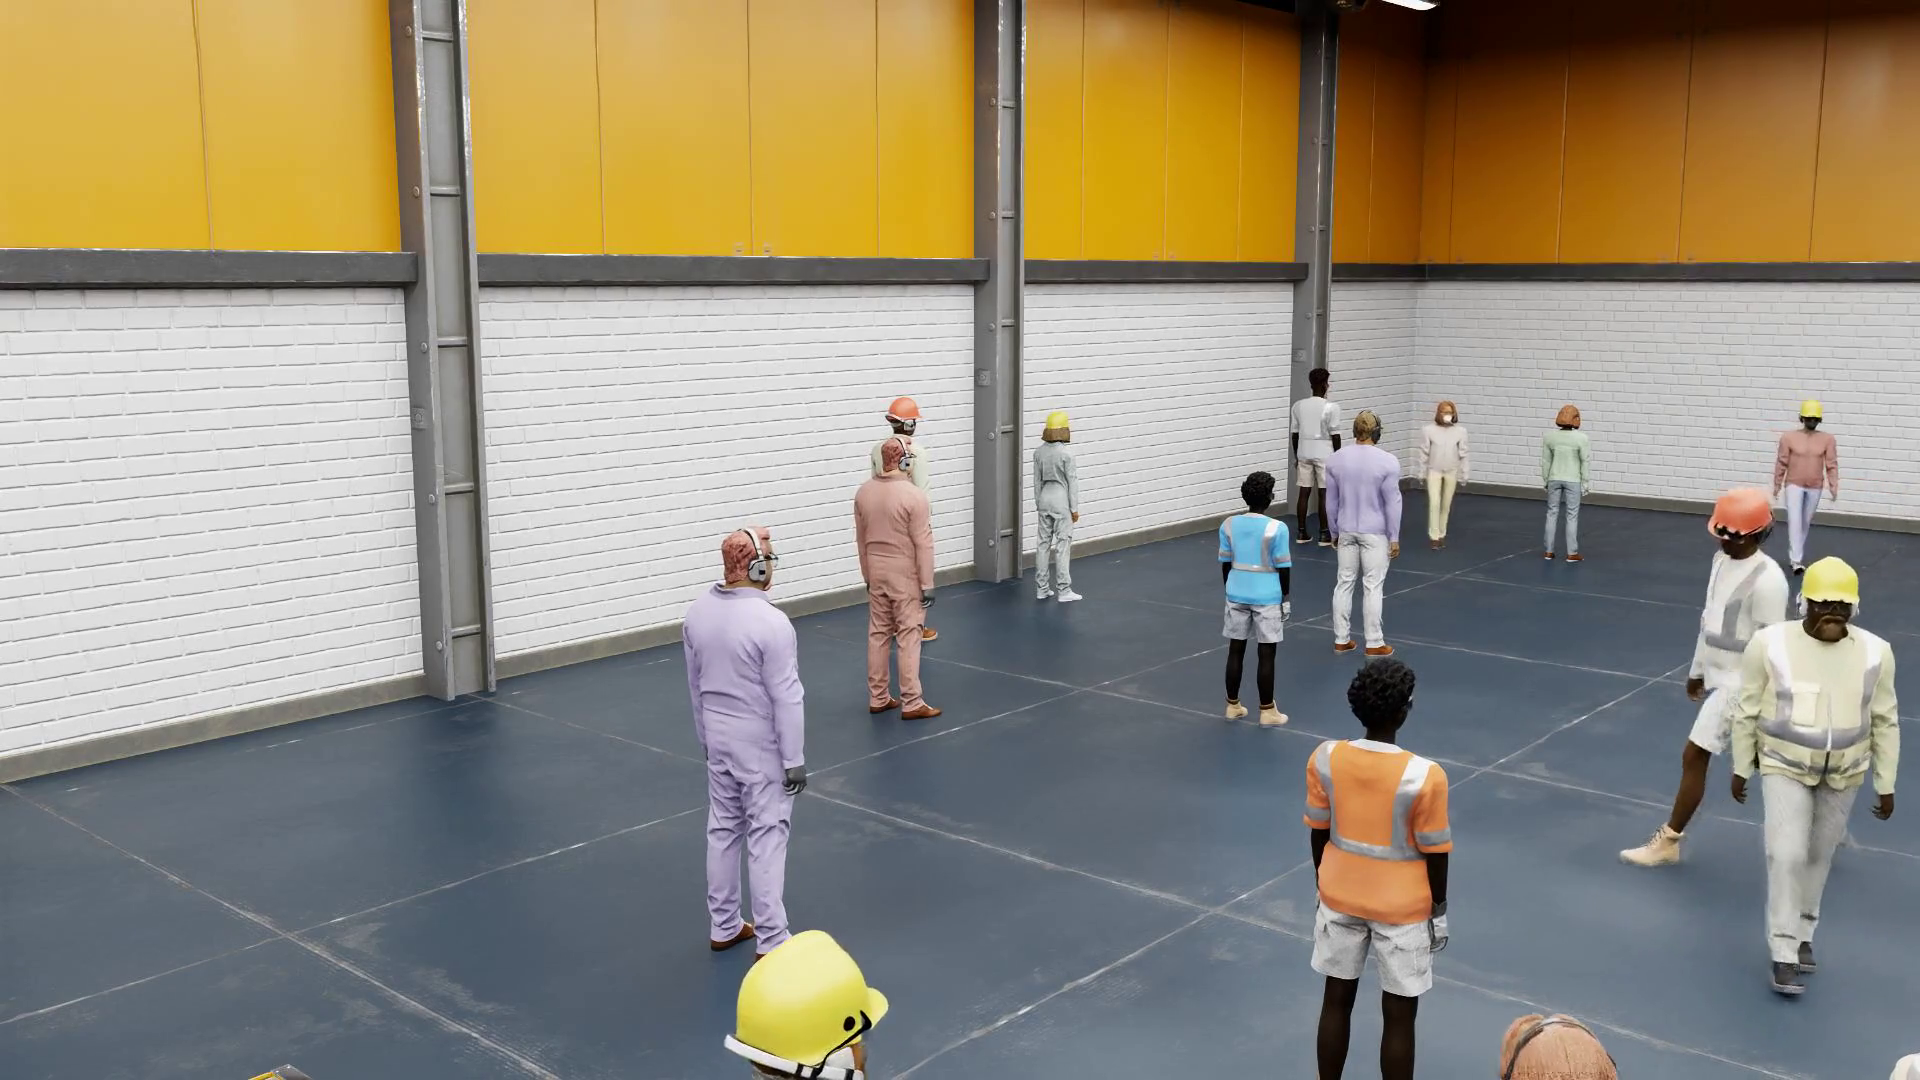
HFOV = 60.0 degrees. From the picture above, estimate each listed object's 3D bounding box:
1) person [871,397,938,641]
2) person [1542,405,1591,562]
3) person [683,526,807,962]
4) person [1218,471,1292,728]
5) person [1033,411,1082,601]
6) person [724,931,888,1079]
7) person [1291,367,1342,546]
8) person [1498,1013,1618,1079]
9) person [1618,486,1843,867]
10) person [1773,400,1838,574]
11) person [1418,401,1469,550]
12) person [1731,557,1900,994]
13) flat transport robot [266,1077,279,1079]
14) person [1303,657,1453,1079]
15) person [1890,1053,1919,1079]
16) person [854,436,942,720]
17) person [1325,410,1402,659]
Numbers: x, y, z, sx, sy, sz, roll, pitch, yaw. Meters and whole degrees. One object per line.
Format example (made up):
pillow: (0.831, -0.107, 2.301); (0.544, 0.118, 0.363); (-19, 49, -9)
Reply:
person: (-0.460, -0.165, 13.538); (0.612, 1.995, 0.377); (8, 12, 40)
person: (6.314, -0.591, 17.345); (0.500, 1.633, 0.284); (8, 12, 40)
person: (-0.893, 0.887, 7.212); (0.643, 1.908, 0.410); (8, 12, 40)
person: (1.954, 0.390, 10.985); (0.535, 1.697, 0.318); (8, 12, 40)
person: (0.889, -0.310, 15.230); (0.487, 1.746, 0.289); (8, 12, 40)
person: (-0.254, 1.592, 3.006); (0.590, 1.836, 0.404); (8, 12, 40)
person: (3.944, -0.920, 18.367); (0.607, 1.967, 0.367); (8, 12, 40)
person: (1.115, 1.697, 3.032); (0.536, 1.615, 0.476); (3, 9, 17)
person: (3.916, 0.694, 8.246); (1.063, 1.976, 0.660); (1, 9, 8)
person: (8.422, -0.512, 16.513); (0.551, 1.725, 0.852); (2, 9, 11)
person: (5.252, -0.690, 18.001); (0.523, 1.608, 0.670); (0, 9, 3)
person: (3.578, 0.982, 6.896); (0.621, 1.809, 0.732); (2, 9, 10)
flat transport robot: (-2.123, 2.021, 5.205); (1.431, 0.197, 0.652); (8, 12, 40)
person: (1.423, 1.235, 5.673); (0.535, 1.699, 0.318); (8, 12, 40)
person: (2.153, 1.623, 3.422); (0.514, 1.641, 0.307); (8, 12, 40)
person: (-0.405, 0.254, 11.182); (0.643, 1.909, 0.410); (8, 12, 40)
person: (3.139, -0.042, 12.946); (0.631, 1.940, 0.372); (8, 12, 40)
